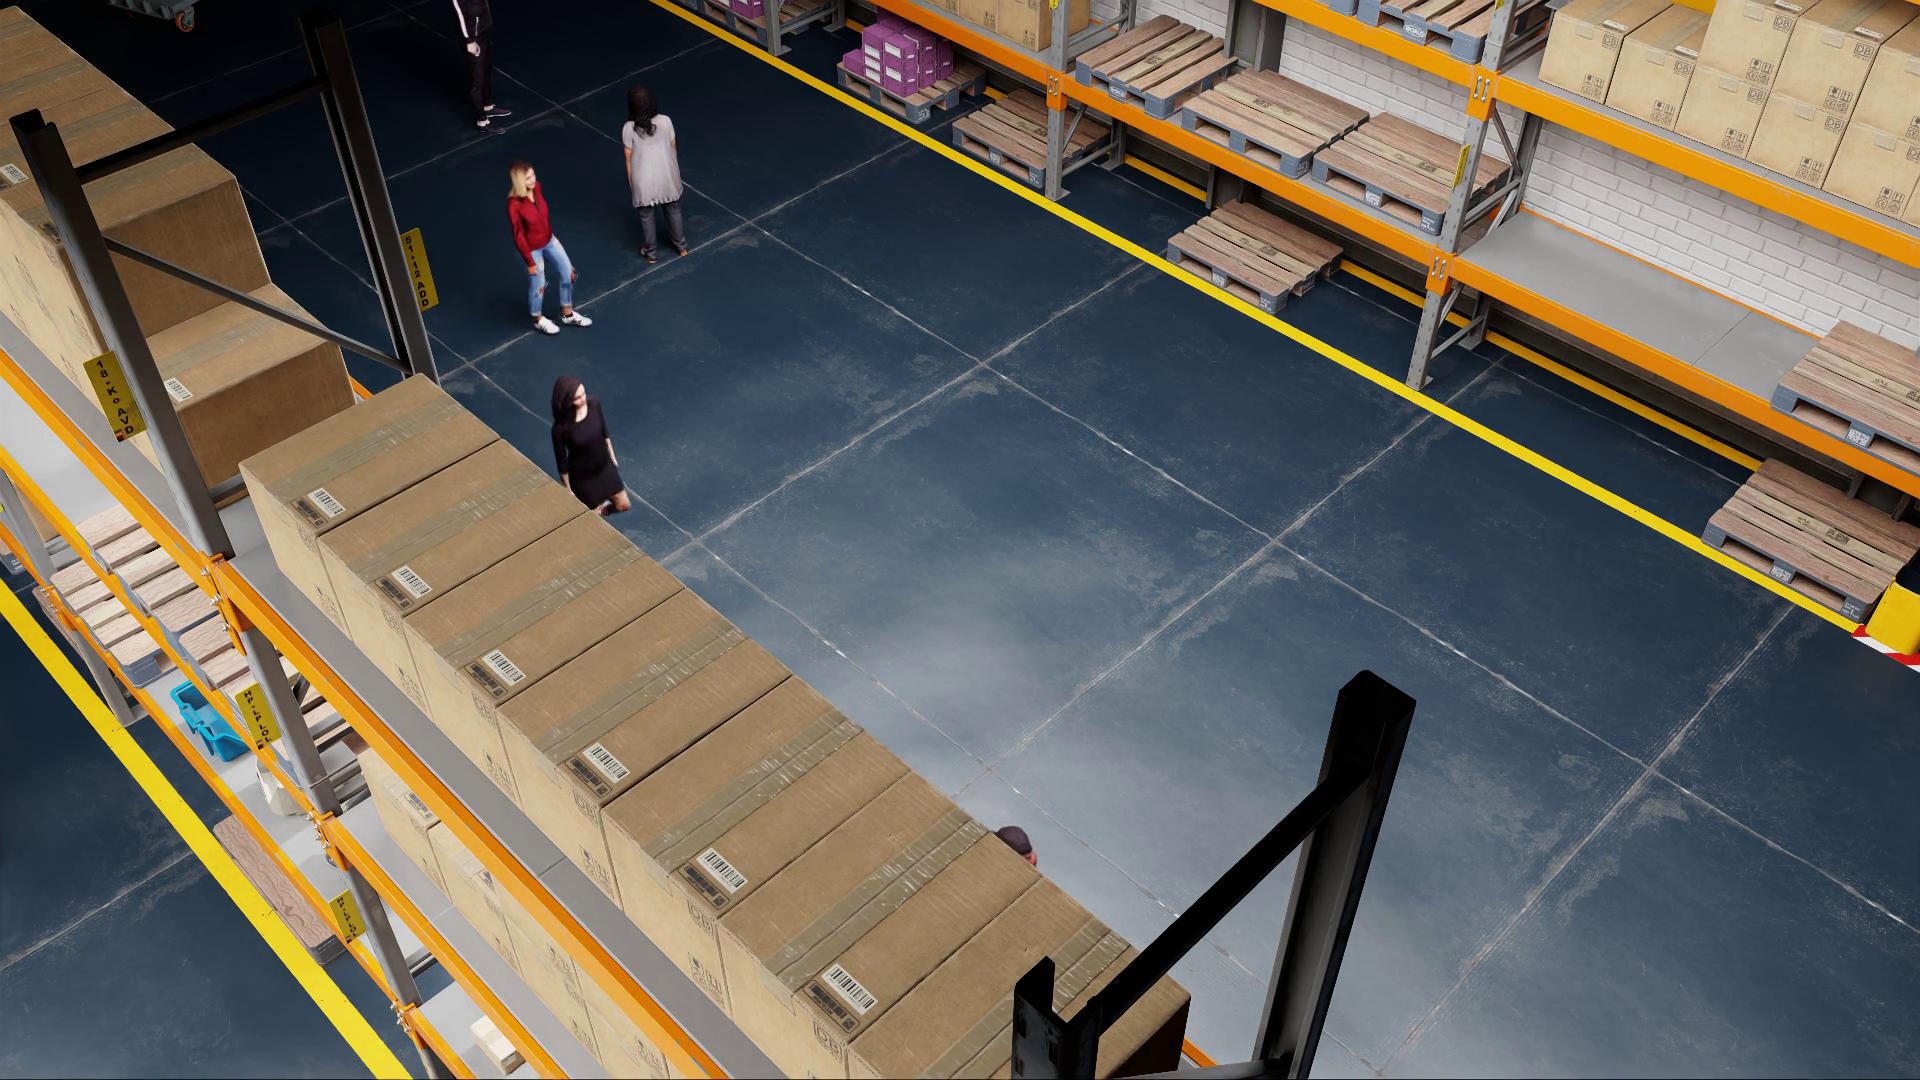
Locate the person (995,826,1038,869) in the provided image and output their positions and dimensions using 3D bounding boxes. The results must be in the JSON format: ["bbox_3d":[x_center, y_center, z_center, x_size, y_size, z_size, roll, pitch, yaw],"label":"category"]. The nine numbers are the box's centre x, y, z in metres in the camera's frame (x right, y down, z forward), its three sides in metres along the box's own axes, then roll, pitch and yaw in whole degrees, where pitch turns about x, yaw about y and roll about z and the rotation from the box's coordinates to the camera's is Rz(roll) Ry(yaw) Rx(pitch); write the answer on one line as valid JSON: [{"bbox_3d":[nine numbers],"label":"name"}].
[{"bbox_3d":[0.250,2.062,8.791,0.537,1.723,0.559,33,53,30],"label":"person"}]

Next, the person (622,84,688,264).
[{"bbox_3d":[-2.644,-3.157,14.355,0.729,1.603,0.768,-18,46,-18],"label":"person"}]

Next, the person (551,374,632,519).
[{"bbox_3d":[-2.580,-0.461,11.392,0.758,1.788,0.662,29,51,27],"label":"person"}]

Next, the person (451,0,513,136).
[{"bbox_3d":[-4.662,-4.827,15.939,0.812,1.836,0.756,1,44,1],"label":"person"}]

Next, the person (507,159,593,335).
[{"bbox_3d":[-3.505,-2.383,13.536,0.825,1.613,0.755,15,46,15],"label":"person"}]
